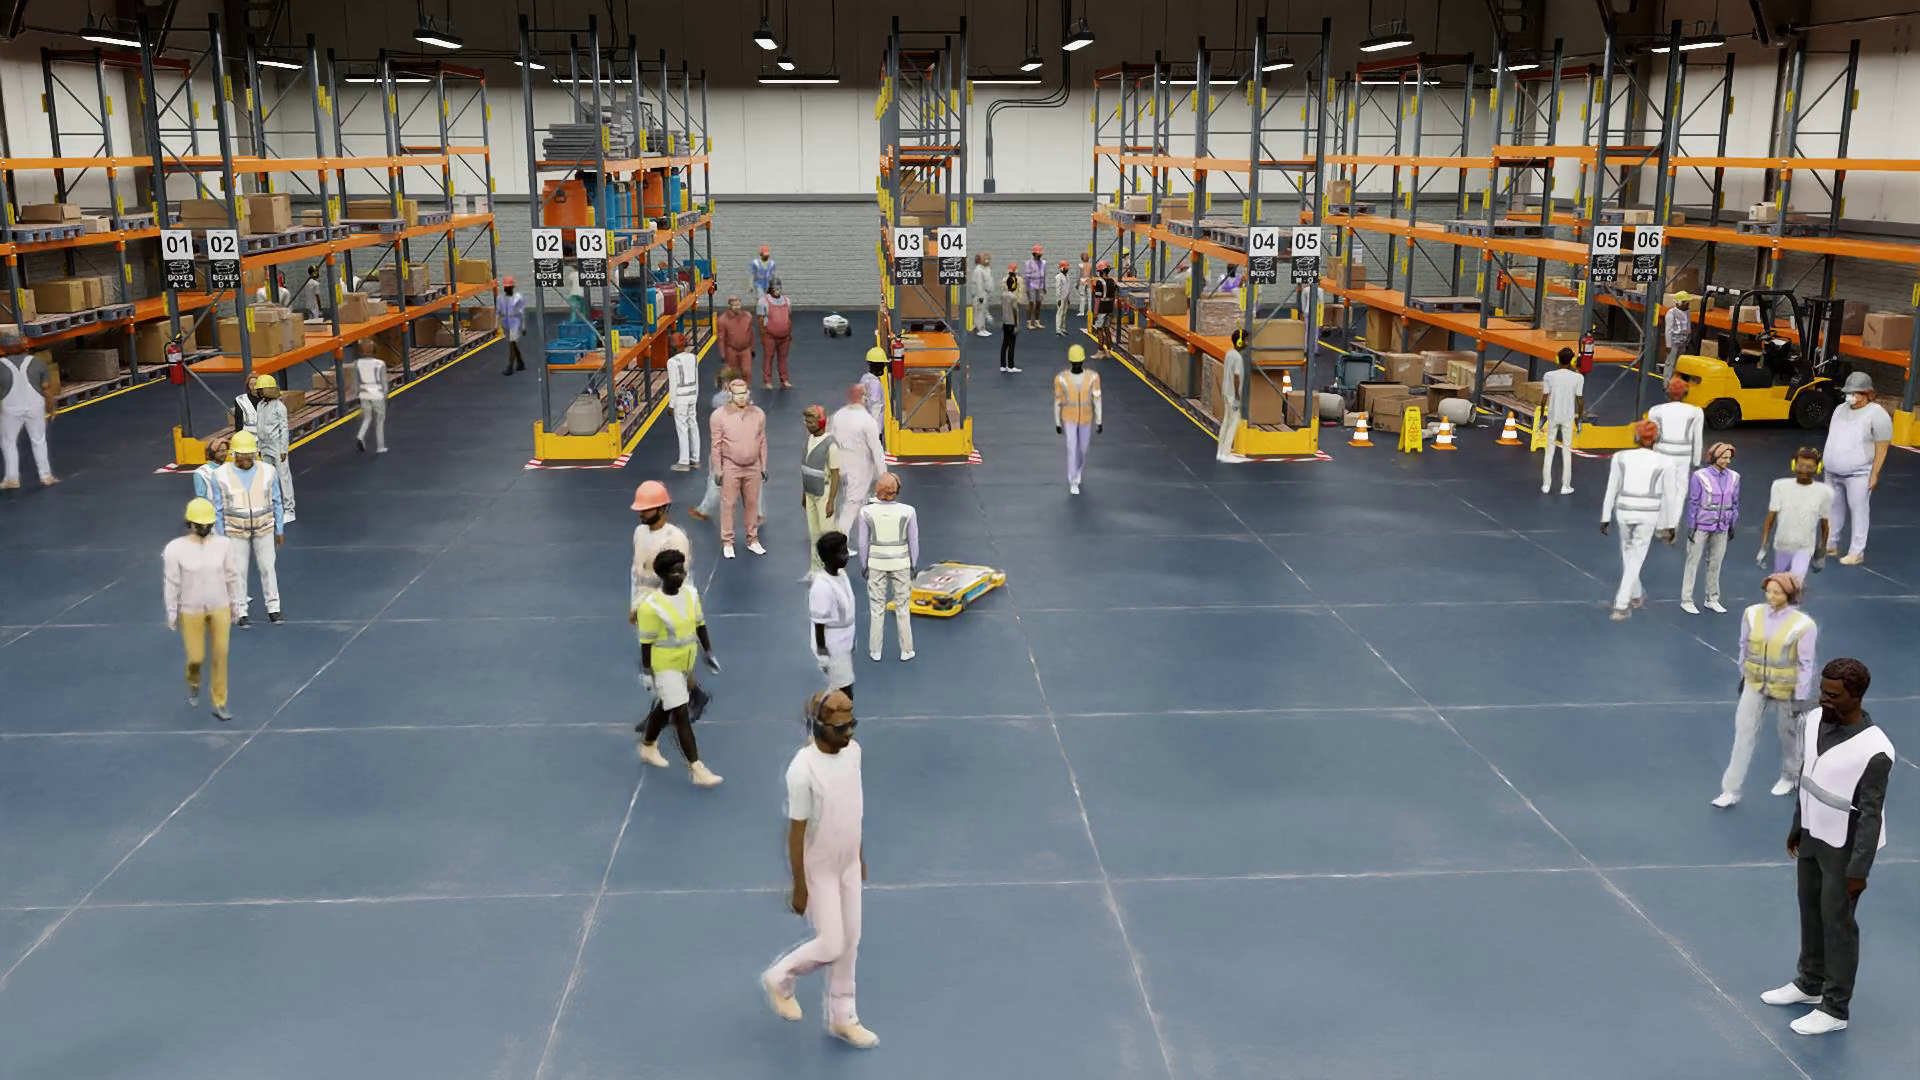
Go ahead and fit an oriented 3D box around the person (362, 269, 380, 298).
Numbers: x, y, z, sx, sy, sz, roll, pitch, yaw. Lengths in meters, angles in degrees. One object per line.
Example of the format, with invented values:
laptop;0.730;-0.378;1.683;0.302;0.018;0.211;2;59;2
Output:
person;-12.859;-5.082;36.517;0.512;1.692;0.548;-3;14;-14

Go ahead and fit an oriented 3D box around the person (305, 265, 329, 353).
person;-13.775;-4.924;35.529;0.499;1.861;0.334;11;17;40

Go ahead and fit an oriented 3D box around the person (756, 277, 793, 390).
person;-3.311;-3.752;30.162;0.682;2.000;0.537;-9;16;-34

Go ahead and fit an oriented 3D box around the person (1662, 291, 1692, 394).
person;12.747;-3.498;29.522;0.600;1.835;0.404;-9;16;-33

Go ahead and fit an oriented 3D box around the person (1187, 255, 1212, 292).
person;5.576;-5.700;38.685;0.622;1.908;0.532;-4;14;-18

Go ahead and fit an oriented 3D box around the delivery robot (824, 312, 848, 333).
delivery robot;-2.884;-5.047;38.632;0.477;0.478;0.707;-8;15;-29

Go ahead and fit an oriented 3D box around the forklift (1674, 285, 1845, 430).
forklift;12.503;-2.886;26.166;2.313;2.155;1.214;-1;13;-3

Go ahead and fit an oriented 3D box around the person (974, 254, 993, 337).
person;0.558;-5.700;38.696;0.410;1.912;0.643;3;14;13

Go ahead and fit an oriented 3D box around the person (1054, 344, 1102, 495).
person;1.483;-1.575;21.258;0.590;1.897;0.812;-2;13;-8

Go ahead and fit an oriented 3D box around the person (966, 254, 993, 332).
person;0.474;-5.880;39.574;0.630;1.861;0.596;-5;14;-19

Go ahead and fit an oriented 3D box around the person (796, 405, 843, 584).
person;-1.380;-0.430;16.519;0.390;1.840;0.565;-10;16;-36

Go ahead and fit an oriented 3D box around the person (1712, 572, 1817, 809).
person;5.391;0.987;11.035;0.857;1.589;0.534;-10;17;-36

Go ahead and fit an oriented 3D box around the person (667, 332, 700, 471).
person;-3.754;-1.876;22.547;0.360;1.885;0.575;8;15;30

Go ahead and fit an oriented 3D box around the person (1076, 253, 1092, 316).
person;3.242;-6.654;43.315;0.523;1.639;0.309;-8;16;-31

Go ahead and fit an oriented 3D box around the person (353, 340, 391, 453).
person;-8.408;-2.022;23.717;0.516;1.628;0.443;2;13;8

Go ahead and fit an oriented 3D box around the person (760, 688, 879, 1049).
person;-0.666;1.572;8.068;0.542;1.825;0.513;8;16;32

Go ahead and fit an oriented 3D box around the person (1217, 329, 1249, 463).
person;3.809;-2.004;23.158;0.342;1.858;0.549;-2;13;-8

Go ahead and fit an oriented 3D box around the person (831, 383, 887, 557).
person;-1.019;-0.757;17.869;0.995;1.850;0.665;-12;18;-41

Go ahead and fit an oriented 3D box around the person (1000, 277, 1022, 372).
person;0.983;-4.206;32.481;0.327;1.860;0.497;-9;16;-33

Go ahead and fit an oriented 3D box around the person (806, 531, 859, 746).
person;-0.878;0.754;11.813;0.355;1.683;0.559;3;14;12

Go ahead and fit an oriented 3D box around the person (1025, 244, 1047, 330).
person;1.855;-6.085;40.042;0.611;2.042;0.396;-10;16;-36

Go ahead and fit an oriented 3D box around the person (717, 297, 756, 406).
person;-3.727;-3.163;28.041;0.676;1.863;0.856;-5;14;-22

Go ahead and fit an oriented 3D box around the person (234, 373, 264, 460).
person;-8.550;-1.219;20.286;0.513;1.642;0.311;-6;15;-25

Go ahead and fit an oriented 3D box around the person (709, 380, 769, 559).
person;-2.342;-0.767;17.802;0.643;1.909;0.410;-8;15;-30

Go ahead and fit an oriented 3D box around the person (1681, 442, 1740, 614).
person;7.052;-0.112;15.625;0.515;1.634;0.312;-3;14;-11

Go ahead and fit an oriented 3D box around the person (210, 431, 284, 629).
person;-6.470;-0.098;15.151;0.593;1.824;0.403;-8;15;-29

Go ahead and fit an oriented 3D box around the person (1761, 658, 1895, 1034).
person;4.324;1.495;8.221;0.397;1.911;0.588;-1;13;-3

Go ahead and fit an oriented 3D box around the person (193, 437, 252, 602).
person;-7.050;-0.173;15.882;0.313;1.632;0.518;6;15;25

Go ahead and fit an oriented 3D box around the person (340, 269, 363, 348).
person;-13.298;-5.120;36.391;0.563;1.838;0.391;6;15;24

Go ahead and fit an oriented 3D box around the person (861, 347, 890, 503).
person;-1.052;-1.421;20.562;0.402;1.918;0.587;-3;14;-11

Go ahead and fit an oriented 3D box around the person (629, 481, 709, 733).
person;-2.233;0.492;12.432;0.448;1.922;0.556;-13;18;-43

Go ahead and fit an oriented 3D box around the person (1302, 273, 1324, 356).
person;7.443;-4.752;35.007;0.328;1.760;0.524;-12;18;-42

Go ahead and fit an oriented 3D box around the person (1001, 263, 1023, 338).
person;1.167;-5.482;38.125;0.577;1.734;0.422;7;15;28

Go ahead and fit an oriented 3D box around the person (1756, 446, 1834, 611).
person;7.256;0.066;14.445;0.517;1.841;0.922;11;17;38

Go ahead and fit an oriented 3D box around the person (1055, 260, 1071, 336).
person;2.415;-5.632;38.739;0.329;1.751;0.566;6;15;26

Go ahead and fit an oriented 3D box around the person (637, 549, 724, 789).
person;-1.970;0.857;11.473;0.864;1.652;0.538;8;15;30

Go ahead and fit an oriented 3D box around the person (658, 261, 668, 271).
person;-7.158;-5.910;40.178;0.276;1.633;0.507;-8;16;-32

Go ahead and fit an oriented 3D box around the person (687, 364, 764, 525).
person;-2.702;-1.102;19.282;1.038;1.882;0.654;7;15;26

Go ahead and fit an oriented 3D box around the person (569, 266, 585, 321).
person;-9.074;-5.798;39.570;0.530;1.684;0.963;3;14;12

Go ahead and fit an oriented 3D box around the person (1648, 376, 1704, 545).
person;7.870;-0.876;18.384;0.579;1.857;0.828;7;15;27

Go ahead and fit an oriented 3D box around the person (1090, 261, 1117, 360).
person;2.961;-4.742;34.399;0.408;2.028;0.610;11;17;39

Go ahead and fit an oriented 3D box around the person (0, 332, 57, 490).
person;-12.138;-1.688;21.419;0.887;2.000;0.534;-12;18;-40

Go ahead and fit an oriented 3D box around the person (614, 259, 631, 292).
person;-7.572;-5.466;37.524;0.398;1.990;0.621;2;13;9

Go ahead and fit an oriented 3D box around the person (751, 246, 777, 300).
person;-4.758;-6.157;40.476;0.616;1.976;1.065;-6;15;-25

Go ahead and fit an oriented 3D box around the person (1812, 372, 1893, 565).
person;9.356;-0.767;17.517;0.536;2.000;0.688;-5;14;-20

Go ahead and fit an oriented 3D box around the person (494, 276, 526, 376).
person;-8.703;-4.182;32.320;0.549;1.899;0.979;3;14;13

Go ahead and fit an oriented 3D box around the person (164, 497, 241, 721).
person;-5.760;0.516;12.686;0.542;1.743;0.461;-10;17;-37

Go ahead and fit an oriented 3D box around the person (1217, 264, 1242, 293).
person;6.014;-5.227;36.943;0.629;1.786;0.986;2;13;9

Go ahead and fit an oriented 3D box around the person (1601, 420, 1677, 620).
person;6.371;-0.205;15.550;0.622;1.835;0.920;10;17;37

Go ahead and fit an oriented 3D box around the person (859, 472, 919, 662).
person;-0.600;0.237;14.125;0.511;1.640;0.308;0;13;2

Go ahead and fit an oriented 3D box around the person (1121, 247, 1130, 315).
person;4.339;-6.802;43.691;0.327;1.760;0.523;-2;13;-9

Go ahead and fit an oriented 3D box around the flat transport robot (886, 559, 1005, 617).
flat transport robot;-0.124;0.453;16.140;0.652;0.197;1.431;6;14;23

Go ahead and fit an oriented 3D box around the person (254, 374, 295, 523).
person;-8.028;-1.065;19.417;0.486;1.744;0.294;7;15;28

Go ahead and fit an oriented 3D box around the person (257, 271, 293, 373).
person;-13.208;-4.210;32.125;0.653;2.025;0.443;-6;15;-24

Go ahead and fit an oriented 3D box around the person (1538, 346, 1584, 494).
person;7.604;-1.513;21.053;0.535;1.864;0.309;7;15;26
